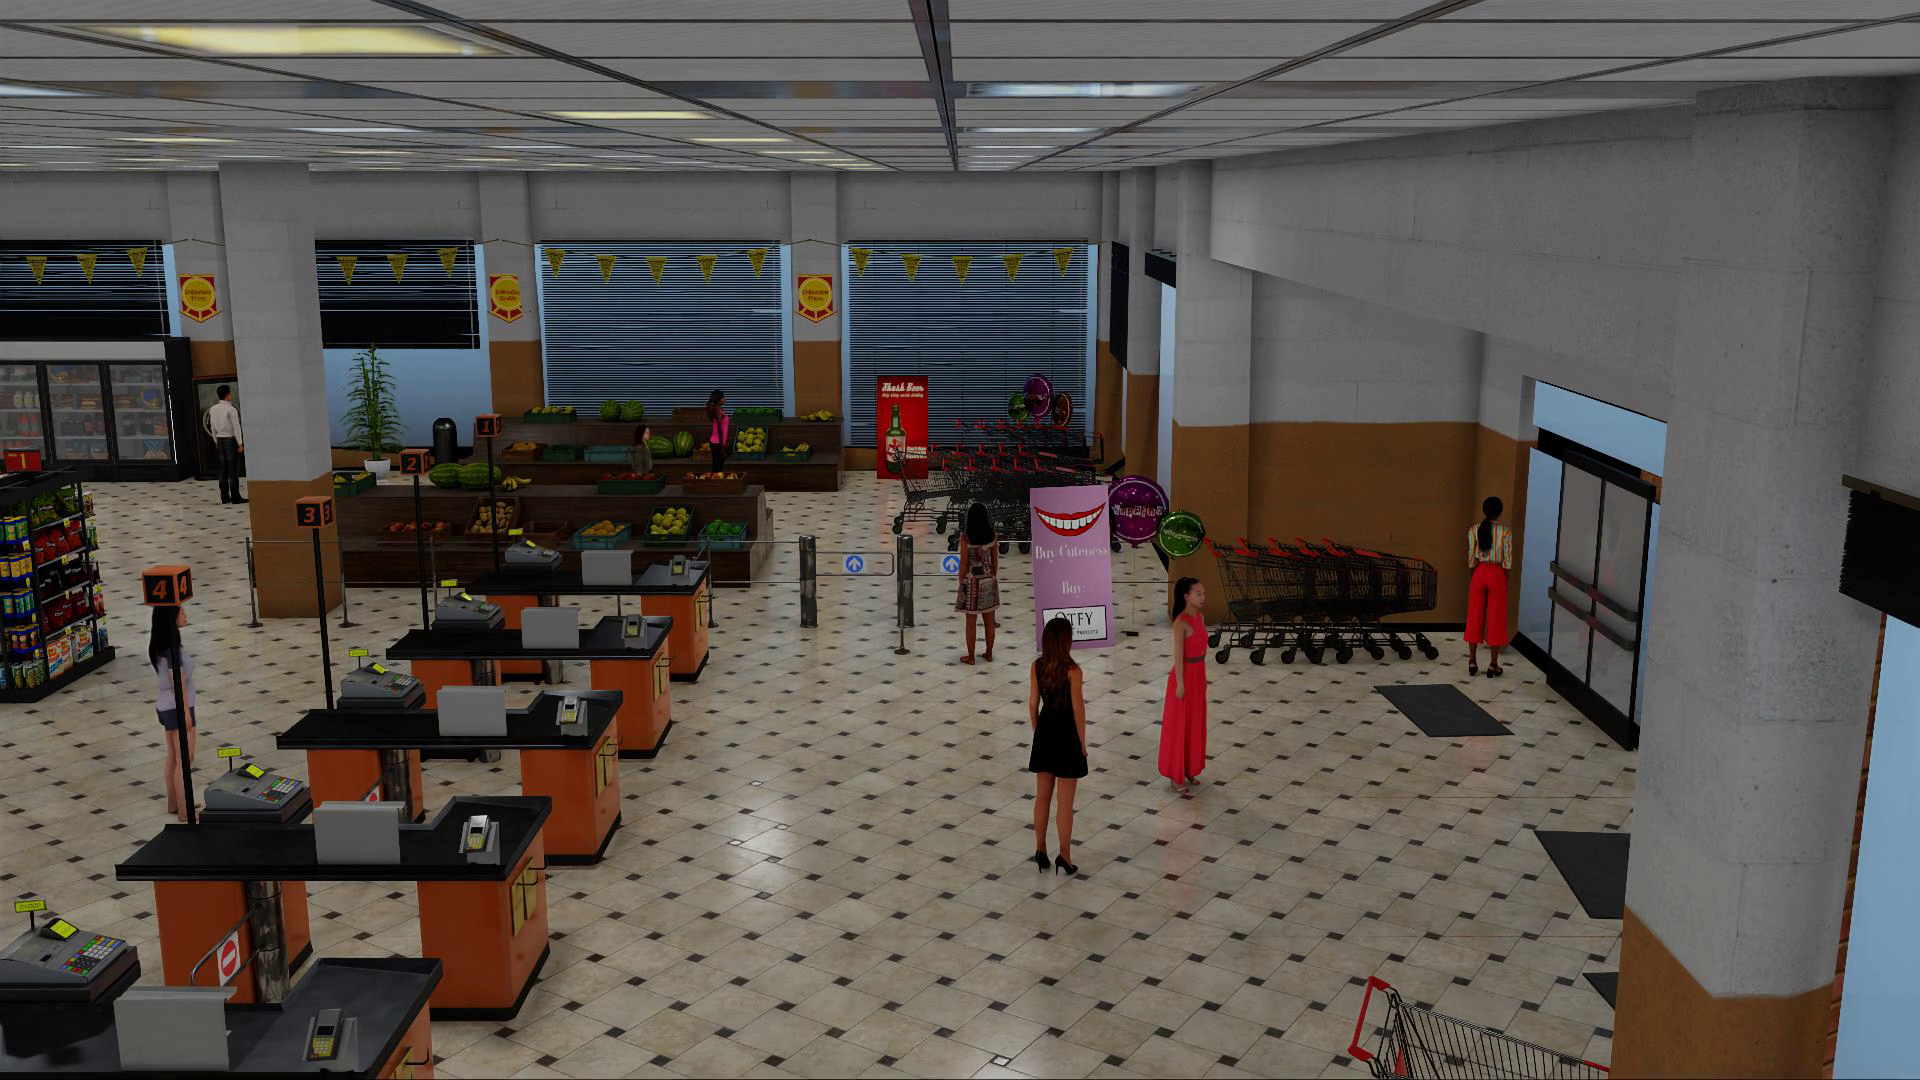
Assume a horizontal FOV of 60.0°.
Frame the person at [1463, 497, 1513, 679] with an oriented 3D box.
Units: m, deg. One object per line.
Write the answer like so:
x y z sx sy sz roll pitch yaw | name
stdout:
5.171 0.452 16.272 0.632 1.793 0.737 7 14 30 | person

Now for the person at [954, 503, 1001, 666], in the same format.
0.184 0.429 16.743 0.641 1.645 0.784 -6 13 -27 | person

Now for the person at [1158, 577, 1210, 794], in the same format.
1.809 1.135 13.194 0.749 1.726 0.715 8 15 35 | person

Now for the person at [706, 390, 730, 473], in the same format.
-3.704 -1.442 25.440 0.620 1.723 0.611 -3 12 -15 | person

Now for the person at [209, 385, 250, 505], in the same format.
-11.142 -1.457 25.298 0.628 1.810 0.798 5 13 21 | person

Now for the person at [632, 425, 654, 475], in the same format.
-4.531 -0.898 23.480 0.680 1.465 0.616 1 12 3 | person

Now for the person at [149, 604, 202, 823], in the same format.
-5.938 1.268 12.611 0.707 1.705 0.671 -9 15 -38 | person

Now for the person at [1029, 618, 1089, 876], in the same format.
0.669 1.429 11.534 0.628 1.834 0.725 7 14 32 | person
